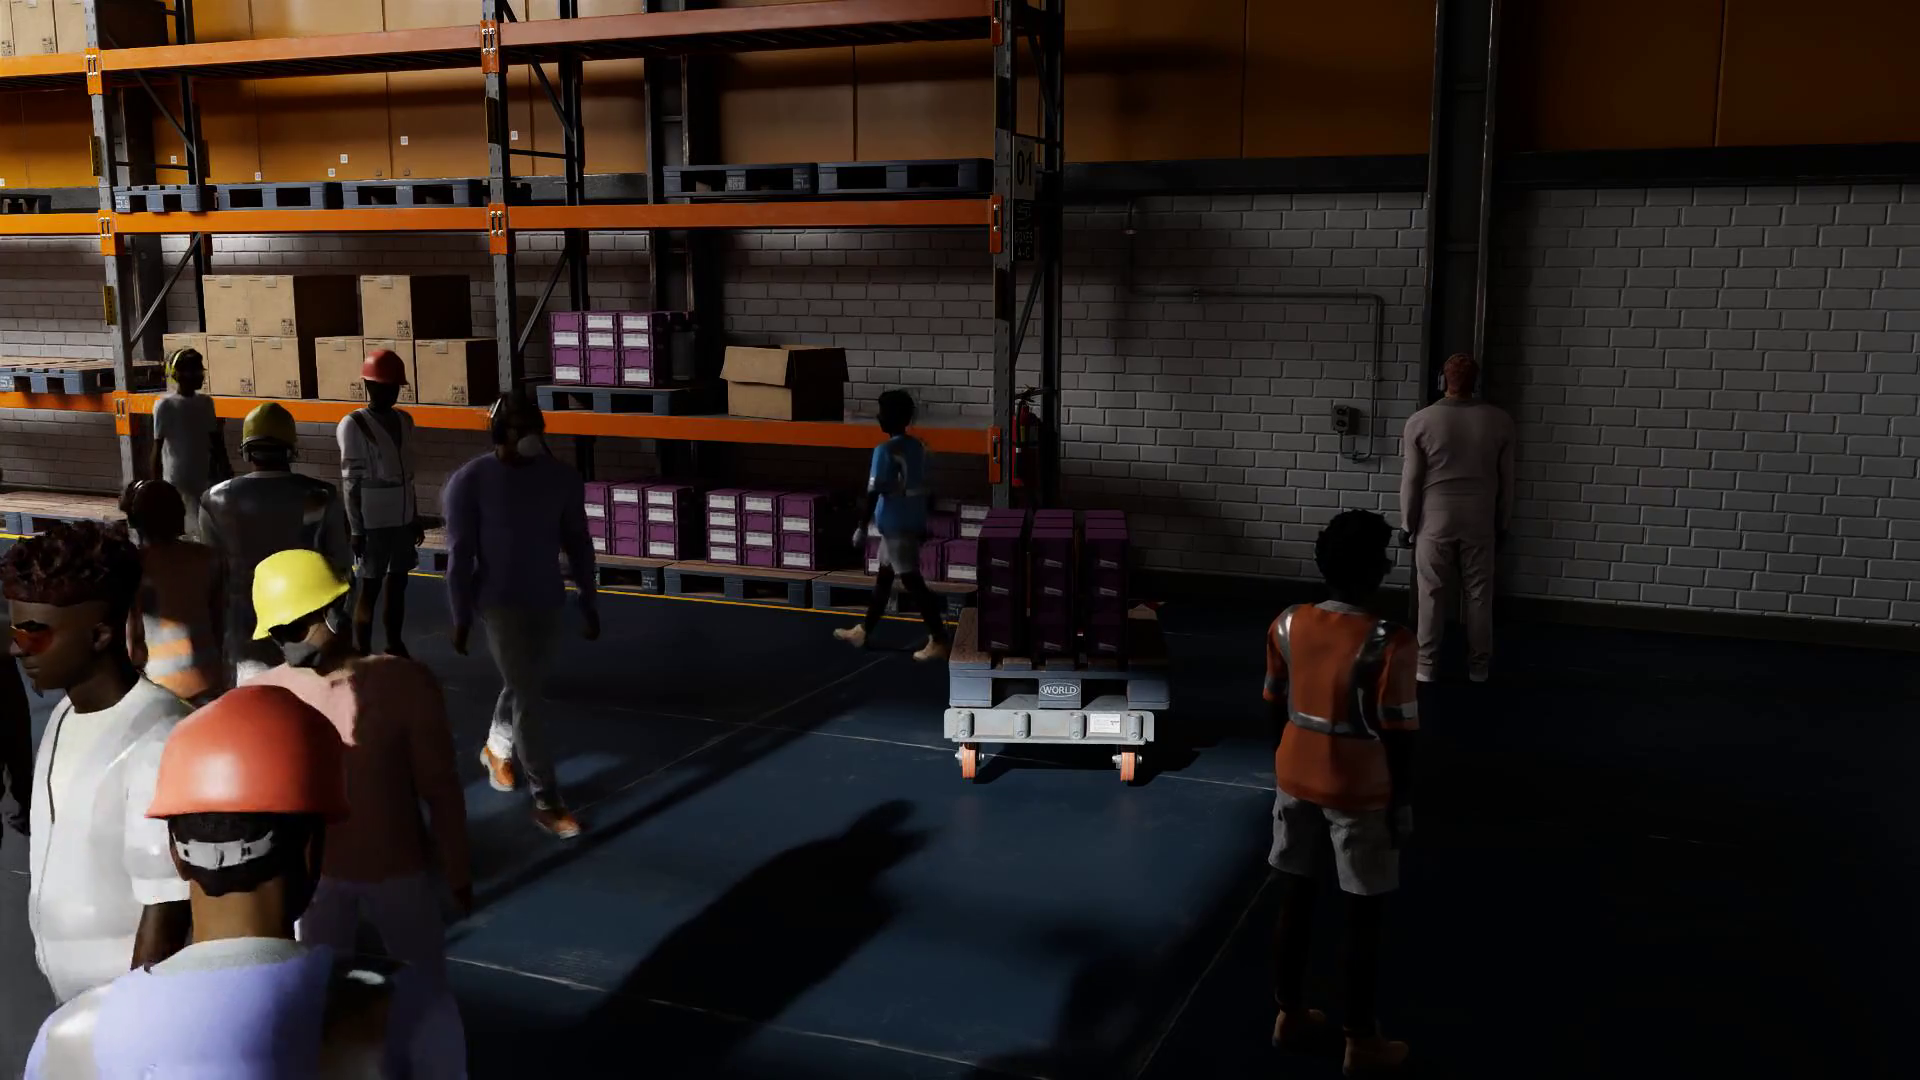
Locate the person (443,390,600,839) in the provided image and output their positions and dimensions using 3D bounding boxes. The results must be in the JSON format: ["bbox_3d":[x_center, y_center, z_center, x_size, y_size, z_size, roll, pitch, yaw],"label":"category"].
[{"bbox_3d":[-1.943,0.275,7.306,0.644,1.893,1.042,-8,13,-41],"label":"person"}]

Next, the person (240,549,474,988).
[{"bbox_3d":[-1.526,0.860,4.256,0.552,1.729,0.443,-2,10,-11],"label":"person"}]

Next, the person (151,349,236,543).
[{"bbox_3d":[-5.153,-0.374,11.324,0.783,1.838,0.522,2,10,12],"label":"person"}]

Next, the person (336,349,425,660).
[{"bbox_3d":[-3.268,-0.121,9.513,0.373,1.933,0.550,4,10,23],"label":"person"}]

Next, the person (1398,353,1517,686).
[{"bbox_3d":[2.831,-0.111,9.533,0.639,1.911,0.406,1,10,5],"label":"person"}]

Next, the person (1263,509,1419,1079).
[{"bbox_3d":[1.142,0.751,4.999,0.321,1.696,0.537,-8,12,-39],"label":"person"}]

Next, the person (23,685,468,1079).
[{"bbox_3d":[-0.848,1.133,2.180,0.594,1.867,0.886,-1,10,-6],"label":"person"}]

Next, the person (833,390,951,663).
[{"bbox_3d":[-0.402,-0.086,10.138,0.875,1.645,0.543,4,10,24],"label":"person"}]

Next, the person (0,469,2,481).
[{"bbox_3d":[-7.304,-0.552,12.101,0.366,1.933,0.624,5,11,29],"label":"person"}]

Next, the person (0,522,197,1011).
[{"bbox_3d":[-1.709,0.922,3.344,0.615,1.919,0.969,7,12,36],"label":"person"}]

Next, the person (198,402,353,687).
[{"bbox_3d":[-2.920,0.323,7.158,0.600,1.831,0.404,-3,10,-19],"label":"person"}]

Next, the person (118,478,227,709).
[{"bbox_3d":[-3.081,0.563,6.387,0.743,1.607,0.535,6,11,30],"label":"person"}]
